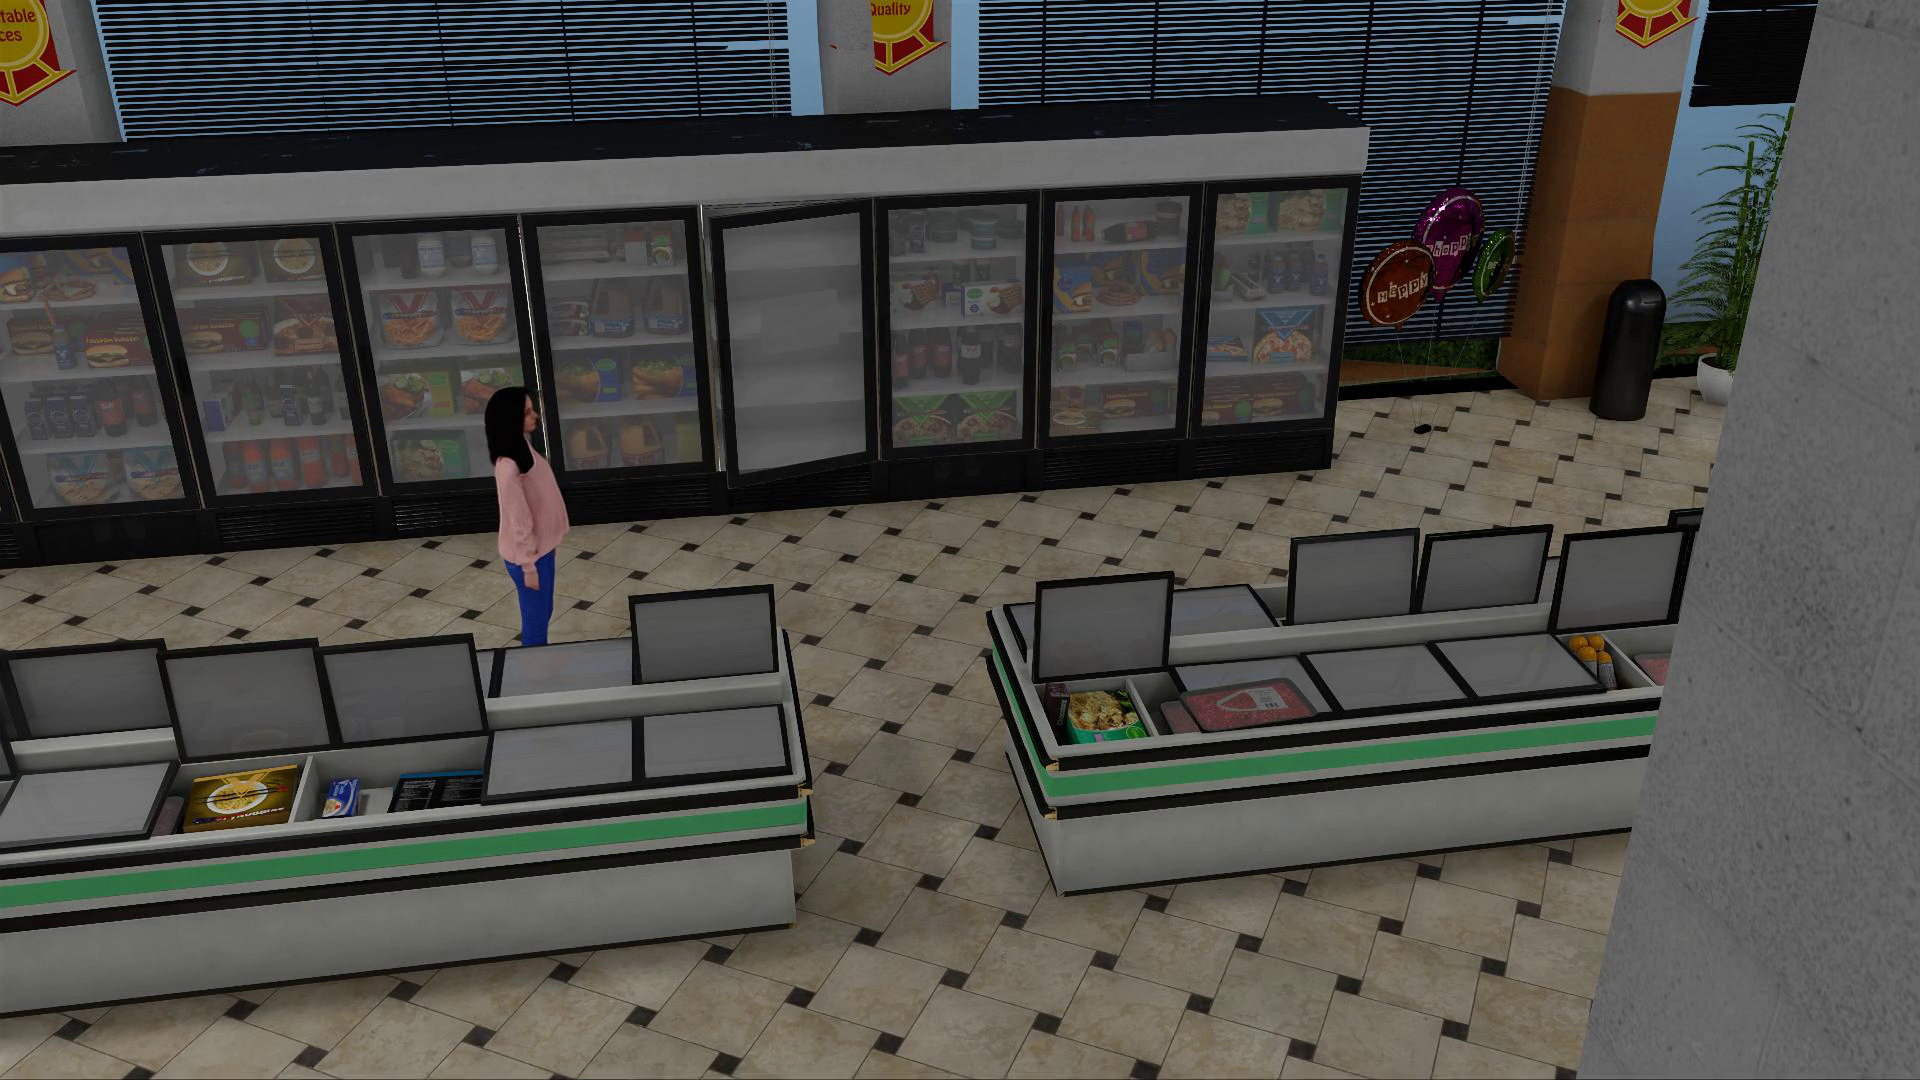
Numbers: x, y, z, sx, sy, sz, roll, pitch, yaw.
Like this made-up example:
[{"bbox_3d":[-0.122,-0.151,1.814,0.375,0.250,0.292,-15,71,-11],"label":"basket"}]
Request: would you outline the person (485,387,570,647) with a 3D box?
[{"bbox_3d":[-2.106,0.078,8.150,0.579,1.771,0.663,-1,27,-3],"label":"person"}]
